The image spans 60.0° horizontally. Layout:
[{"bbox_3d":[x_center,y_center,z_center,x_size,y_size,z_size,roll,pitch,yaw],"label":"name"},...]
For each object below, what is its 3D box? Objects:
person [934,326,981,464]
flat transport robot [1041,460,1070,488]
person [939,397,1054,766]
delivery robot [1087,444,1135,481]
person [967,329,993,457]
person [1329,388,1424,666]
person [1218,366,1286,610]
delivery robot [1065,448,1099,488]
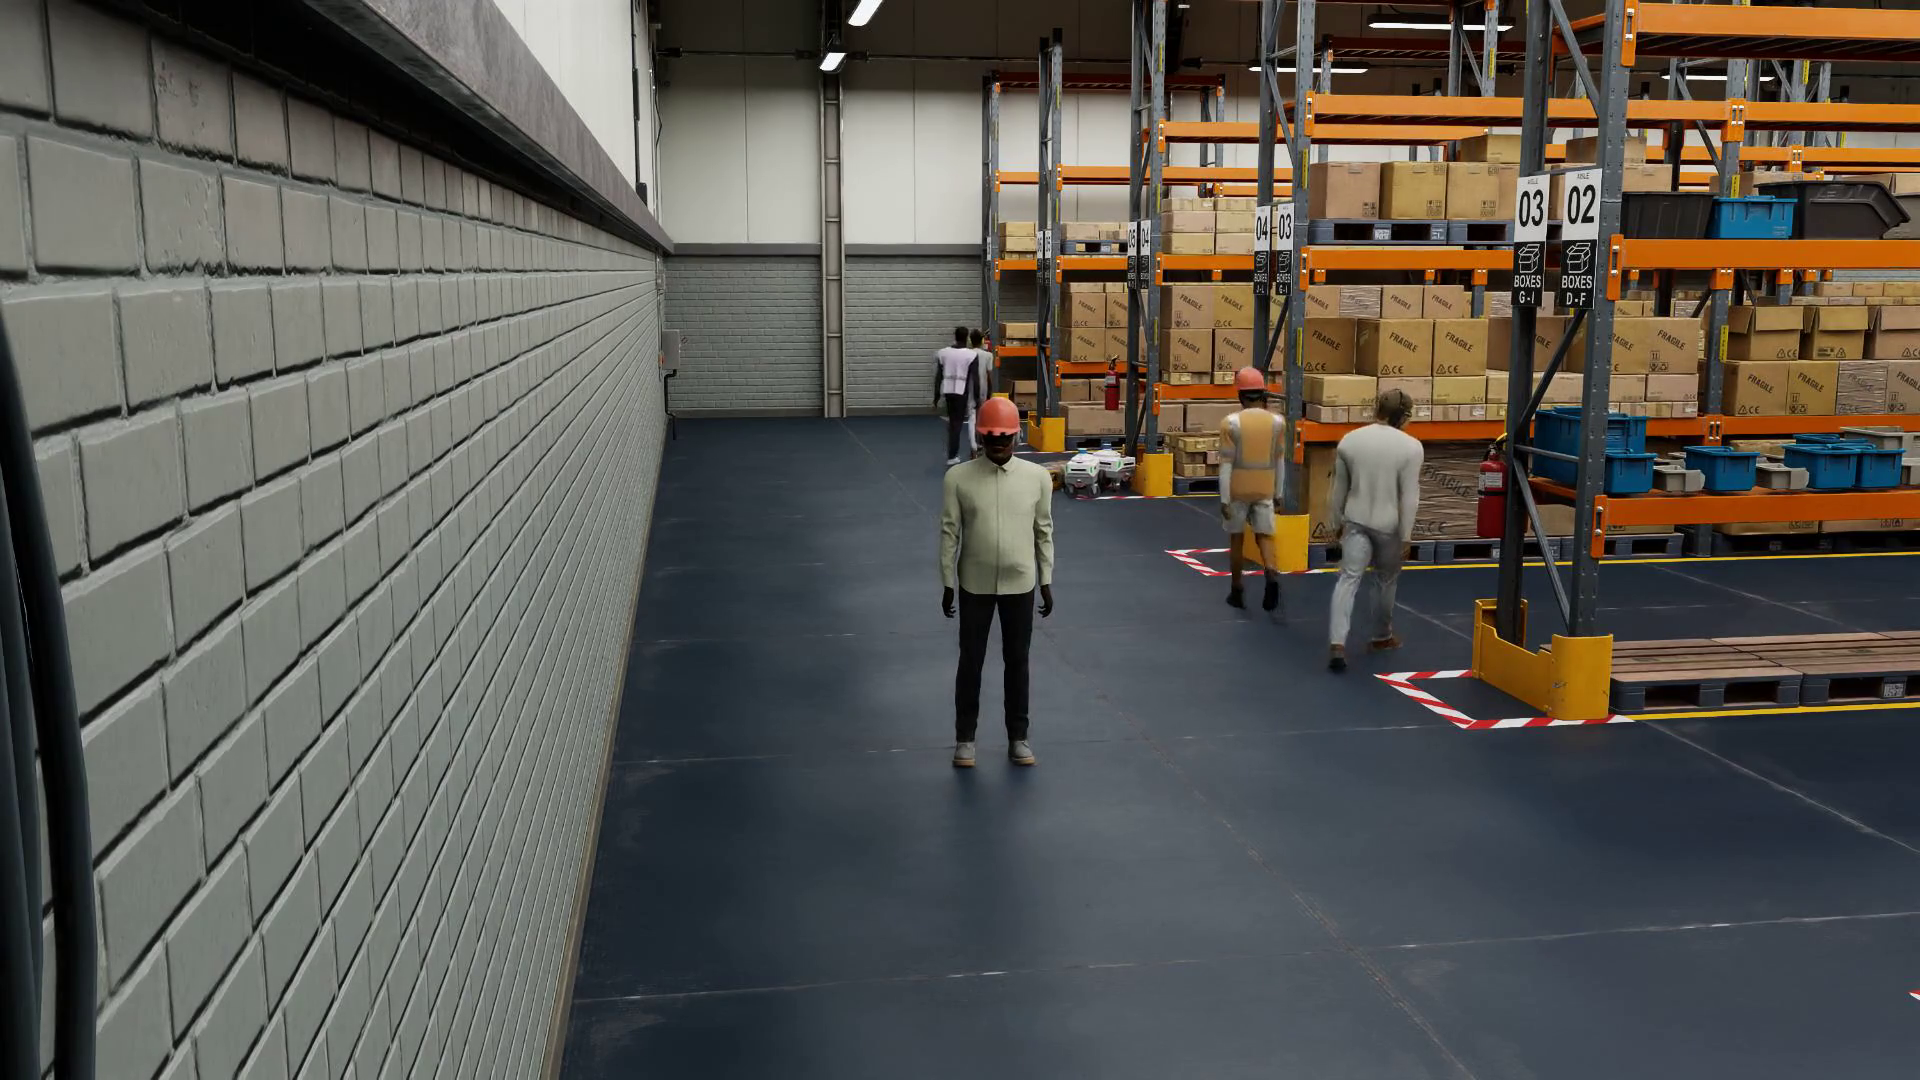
[{"bbox_3d":[0.007,-2.003,22.945,0.632,1.887,0.768,4,10,25],"label":"person"},{"bbox_3d":[1.205,-0.824,20.674,0.652,0.197,1.431,7,12,38],"label":"flat transport robot"},{"bbox_3d":[0.200,0.228,8.890,0.621,1.989,0.398,-1,9,-6],"label":"person"},{"bbox_3d":[1.777,-0.917,20.088,0.477,0.478,0.707,-9,13,-42],"label":"delivery robot"},{"bbox_3d":[0.211,-2.105,23.837,0.542,1.825,0.988,0,9,3],"label":"person"},{"bbox_3d":[2.776,-0.086,11.212,0.662,1.879,1.031,7,11,35],"label":"person"},{"bbox_3d":[2.261,-0.381,12.872,0.556,1.922,0.721,-1,9,-8],"label":"person"},{"bbox_3d":[1.439,-0.836,19.583,0.477,0.478,0.707,2,9,11],"label":"delivery robot"}]
